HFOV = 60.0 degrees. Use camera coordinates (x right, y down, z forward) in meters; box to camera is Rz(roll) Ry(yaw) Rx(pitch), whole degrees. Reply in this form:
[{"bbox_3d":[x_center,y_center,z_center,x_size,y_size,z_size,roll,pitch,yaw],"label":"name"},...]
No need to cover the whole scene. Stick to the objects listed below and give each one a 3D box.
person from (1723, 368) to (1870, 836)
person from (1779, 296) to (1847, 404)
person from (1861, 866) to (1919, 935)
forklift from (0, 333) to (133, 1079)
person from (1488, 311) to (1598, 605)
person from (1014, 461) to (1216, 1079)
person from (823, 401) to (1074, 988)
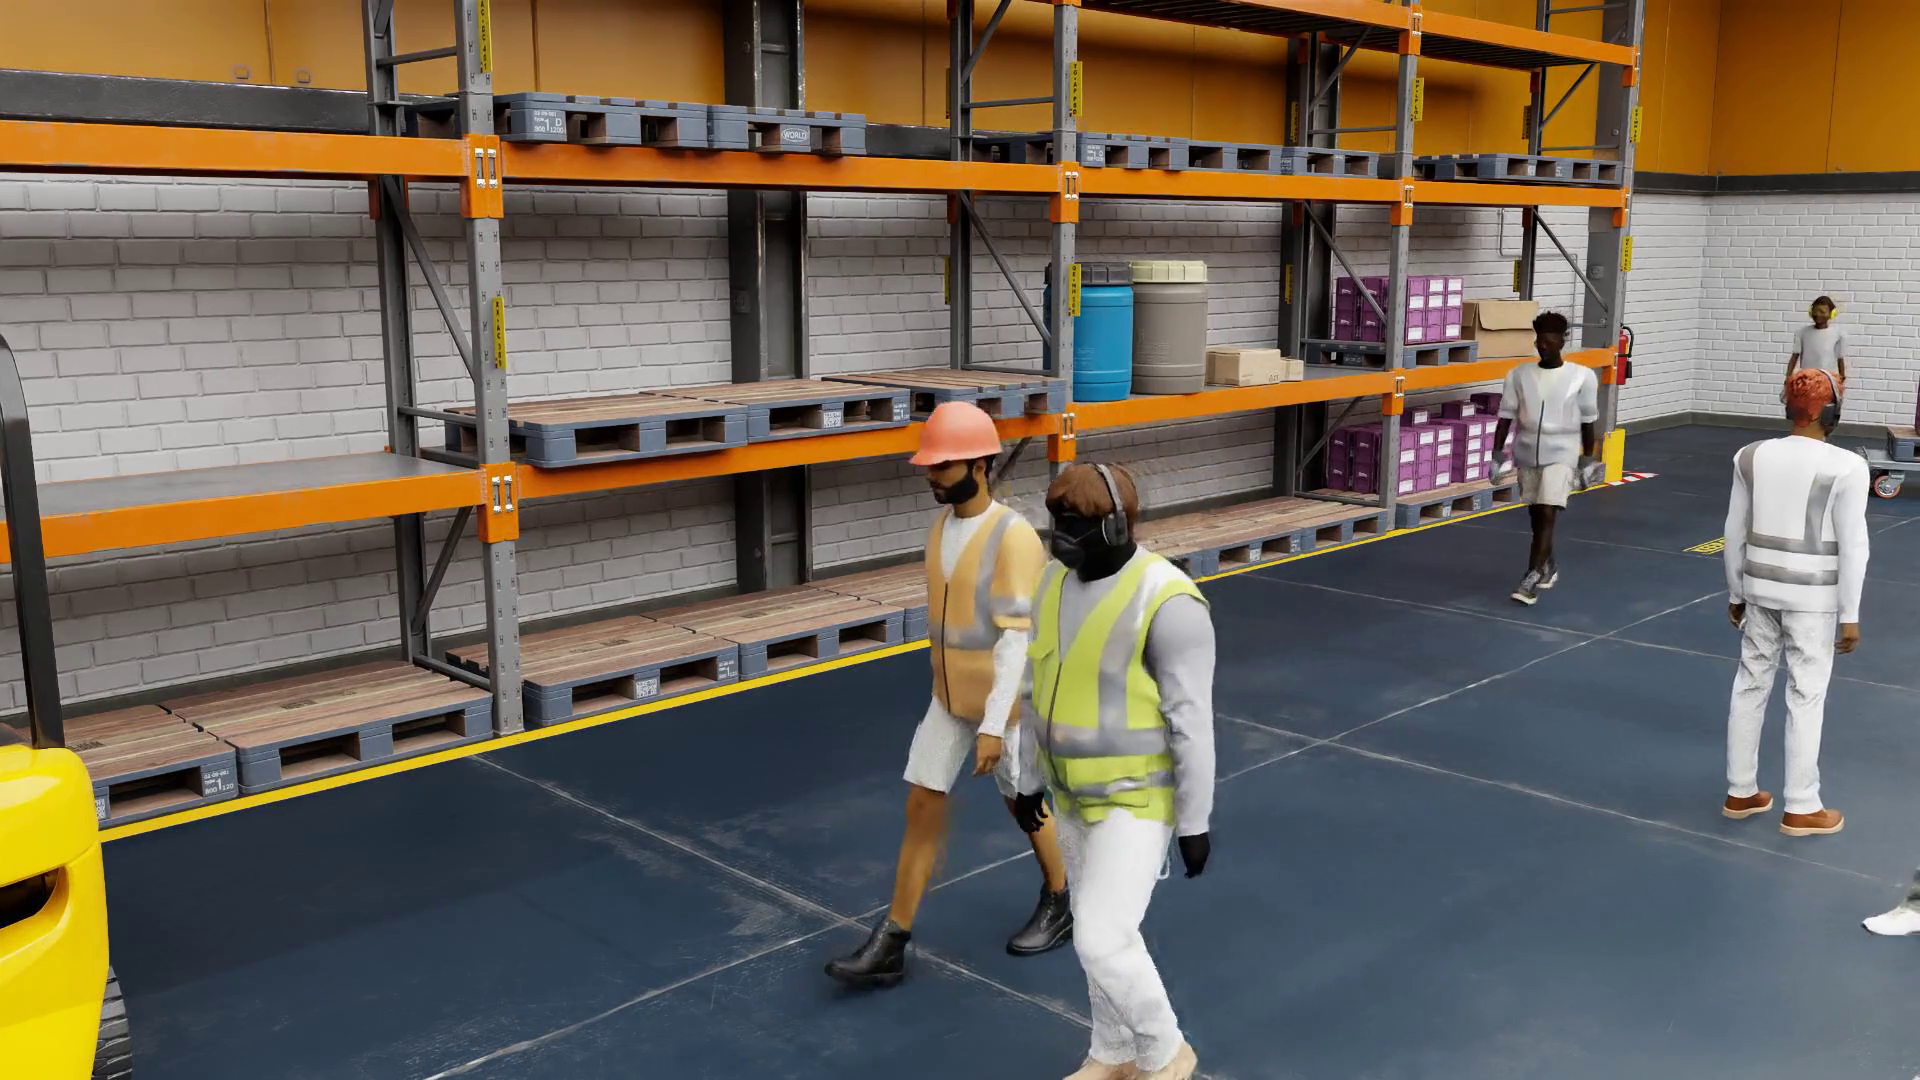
[{"bbox_3d":[3.368,0.247,6.731,0.354,1.881,0.576,-6,12,-29],"label":"person"},{"bbox_3d":[8.553,-1.526,16.586,1.002,1.823,0.507,-8,13,-37],"label":"person"},{"bbox_3d":[3.657,0.452,5.609,0.940,1.894,0.594,-1,10,-6],"label":"person"},{"bbox_3d":[-3.289,0.485,4.582,1.214,2.155,2.313,-10,14,-44],"label":"forklift"},{"bbox_3d":[3.870,-0.561,11.066,0.626,1.911,1.024,8,13,36],"label":"person"},{"bbox_3d":[0.402,0.690,4.485,0.447,1.825,0.646,-6,12,-31],"label":"person"},{"bbox_3d":[0.032,0.500,5.348,0.987,1.888,0.567,-9,13,-39],"label":"person"}]
